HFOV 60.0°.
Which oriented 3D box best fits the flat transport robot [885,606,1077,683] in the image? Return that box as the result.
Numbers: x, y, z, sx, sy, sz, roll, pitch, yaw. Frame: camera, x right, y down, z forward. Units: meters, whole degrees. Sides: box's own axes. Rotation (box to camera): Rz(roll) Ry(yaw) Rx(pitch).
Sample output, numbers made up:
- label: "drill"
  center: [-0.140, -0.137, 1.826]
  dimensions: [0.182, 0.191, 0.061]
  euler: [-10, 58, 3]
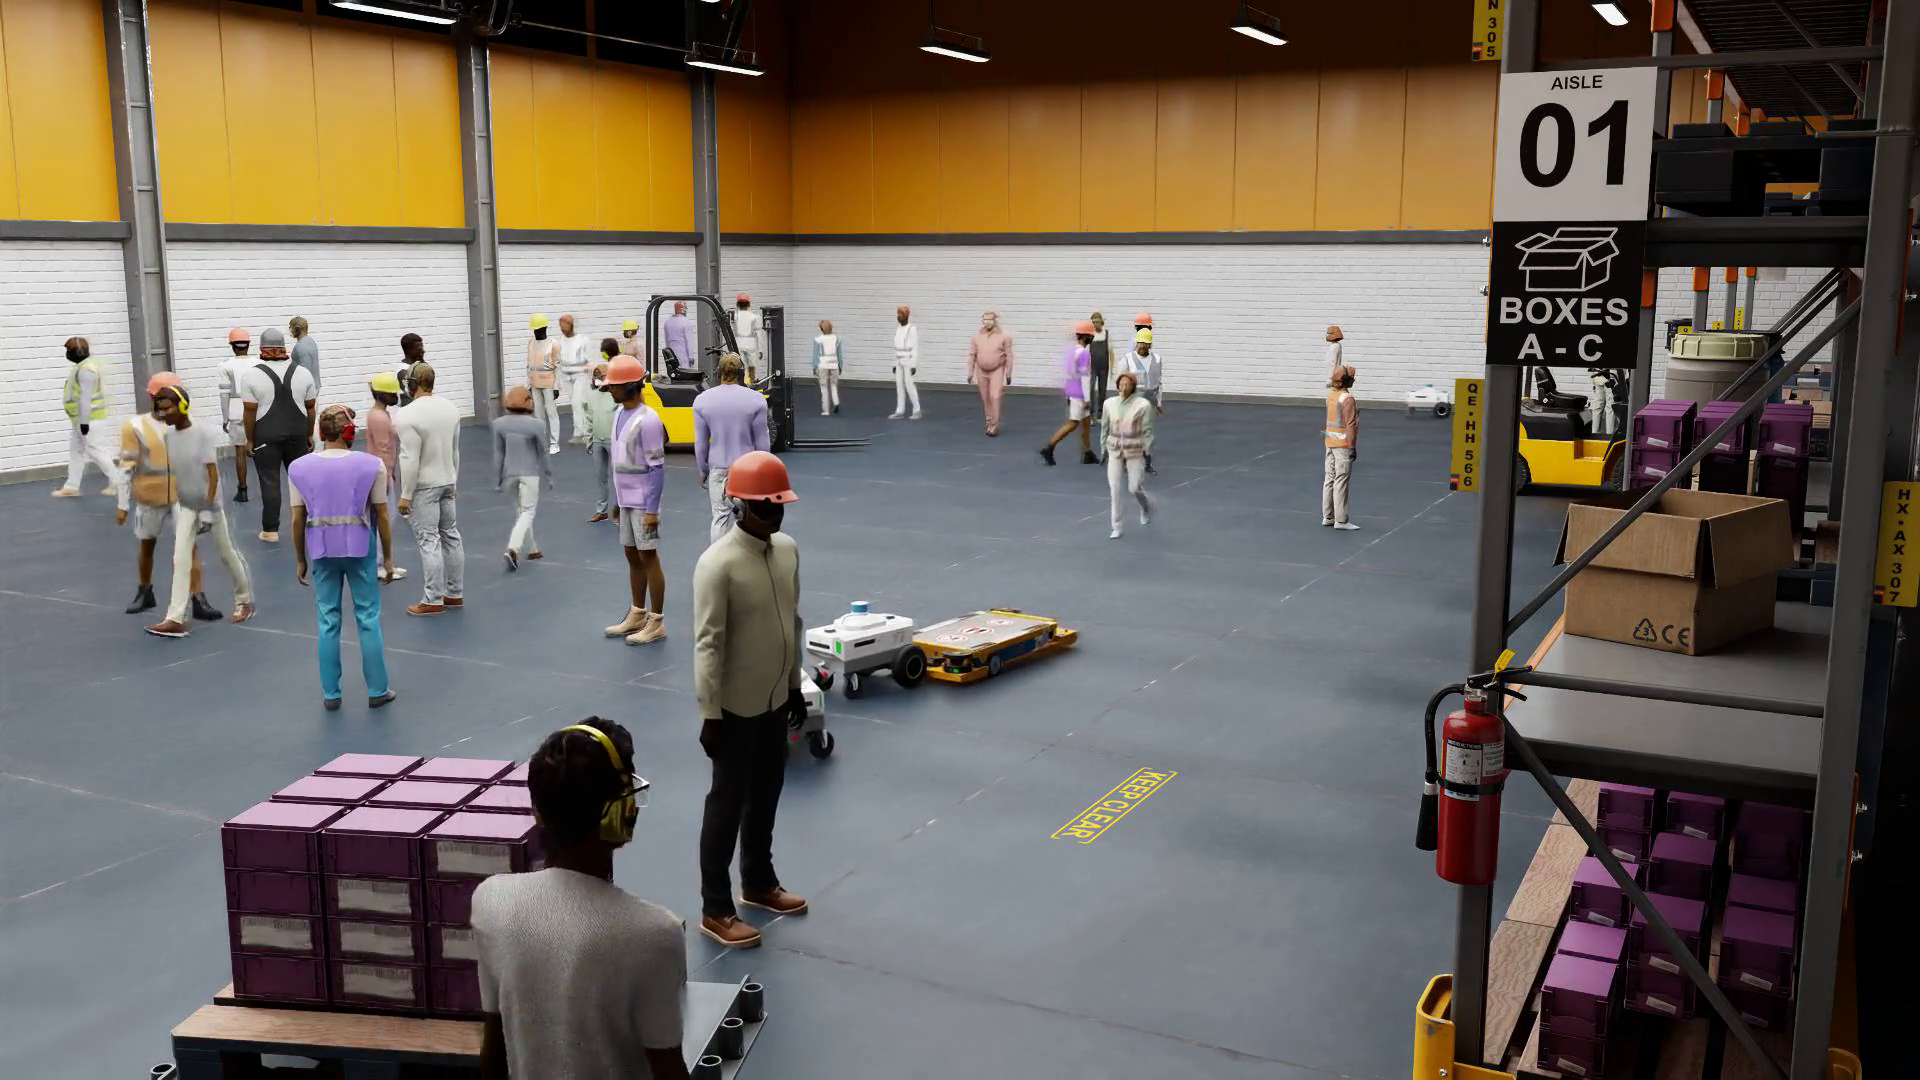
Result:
- label: "flat transport robot"
  center: [0.148, 0.687, 11.216]
  dimensions: [0.652, 0.197, 1.431]
  euler: [7, 12, 34]

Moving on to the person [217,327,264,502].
- label: "person"
  center: [-7.897, -1.384, 18.398]
  dimensions: [0.543, 1.934, 0.362]
  euler: [-7, 12, -34]

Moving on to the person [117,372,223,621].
- label: "person"
  center: [-6.021, -0.330, 12.518]
  dimensions: [0.601, 1.883, 0.899]
  euler: [-8, 12, -37]

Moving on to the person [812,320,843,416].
- label: "person"
  center: [-2.239, -2.895, 28.010]
  dimensions: [0.539, 1.624, 0.358]
  euler: [-5, 11, -26]

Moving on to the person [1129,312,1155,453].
- label: "person"
  center: [2.491, -2.166, 22.911]
  dimensions: [0.366, 1.939, 0.542]
  euler: [-1, 10, -7]

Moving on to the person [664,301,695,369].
- label: "person"
  center: [-4.915, -3.269, 29.391]
  dimensions: [0.652, 1.906, 0.403]
  euler: [8, 12, 38]

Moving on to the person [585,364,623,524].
- label: "person"
  center: [-3.585, -0.975, 16.896]
  dimensions: [0.508, 1.632, 0.265]
  euler: [5, 11, 25]

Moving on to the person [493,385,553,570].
- label: "person"
  center: [-3.848, -0.555, 14.555]
  dimensions: [0.510, 1.603, 0.781]
  euler: [2, 10, 14]

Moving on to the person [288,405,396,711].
- label: "person"
  center: [-3.705, 0.116, 9.989]
  dimensions: [0.565, 1.838, 0.387]
  euler: [-2, 10, -10]

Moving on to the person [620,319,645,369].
- label: "person"
  center: [-4.896, -2.417, 24.867]
  dimensions: [0.330, 1.765, 0.533]
  euler: [-7, 12, -34]

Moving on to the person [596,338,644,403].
- label: "person"
  center: [-3.700, -1.308, 18.308]
  dimensions: [0.653, 1.818, 0.410]
  euler: [1, 10, 6]

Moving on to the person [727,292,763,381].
- label: "person"
  center: [-3.959, -3.532, 30.588]
  dimensions: [0.646, 2.013, 0.851]
  euler: [-1, 10, -6]

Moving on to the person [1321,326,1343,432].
- label: "person"
  center: [5.724, -2.468, 25.542]
  dimensions: [0.277, 1.633, 0.507]
  euler: [4, 11, 22]

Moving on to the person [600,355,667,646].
- label: "person"
  center: [-2.295, -0.278, 11.694]
  dimensions: [0.395, 2.039, 0.608]
  euler: [-7, 12, -34]

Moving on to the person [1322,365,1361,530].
- label: "person"
  center: [3.793, -0.920, 16.561]
  dimensions: [0.307, 1.641, 0.514]
  euler: [-3, 10, -14]

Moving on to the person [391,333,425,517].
- label: "person"
  center: [-5.724, -1.194, 17.344]
  dimensions: [0.393, 1.919, 0.590]
  euler: [-2, 10, -9]

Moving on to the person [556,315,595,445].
- label: "person"
  center: [-5.585, -2.287, 23.838]
  dimensions: [0.600, 1.855, 0.806]
  euler: [4, 11, 22]

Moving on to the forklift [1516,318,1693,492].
- label: "forklift"
  center: [7.066, -1.601, 18.899]
  dimensions: [2.313, 2.155, 1.214]
  euler: [5, 11, 27]

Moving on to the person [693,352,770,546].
- label: "person"
  center: [-1.871, -0.577, 13.712]
  dimensions: [0.630, 1.940, 0.373]
  euler: [0, 10, 1]

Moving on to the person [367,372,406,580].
- label: "person"
  center: [-4.850, -0.543, 14.049]
  dimensions: [0.368, 1.756, 0.572]
  euler: [-3, 10, -19]

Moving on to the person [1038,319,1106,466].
- label: "person"
  center: [1.448, -1.895, 21.472]
  dimensions: [0.900, 1.908, 0.555]
  euler: [-2, 10, -13]

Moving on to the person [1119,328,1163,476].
- label: "person"
  center: [2.249, -1.703, 20.555]
  dimensions: [0.590, 1.827, 0.404]
  euler: [-4, 10, -20]

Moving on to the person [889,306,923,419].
- label: "person"
  center: [-0.909, -2.933, 27.542]
  dimensions: [0.396, 1.888, 0.589]
  euler: [-7, 12, -37]

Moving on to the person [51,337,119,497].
- label: "person"
  center: [-9.841, -1.378, 18.718]
  dimensions: [0.786, 1.818, 0.642]
  euler: [-5, 11, -28]

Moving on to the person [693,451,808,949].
- label: "person"
  center: [-0.816, 0.625, 6.652]
  dimensions: [0.421, 1.981, 0.632]
  euler: [5, 11, 25]

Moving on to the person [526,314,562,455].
- label: "person"
  center: [-5.700, -2.127, 22.730]
  dimensions: [0.585, 1.922, 0.372]
  euler: [5, 11, 27]

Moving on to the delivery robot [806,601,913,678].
- label: "delivery robot"
  center: [-0.629, 0.631, 10.451]
  dimensions: [0.477, 0.478, 0.707]
  euler: [9, 13, 41]

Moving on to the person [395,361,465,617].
- label: "person"
  center: [-4.019, -0.384, 12.593]
  dimensions: [0.376, 1.940, 0.629]
  euler: [4, 11, 21]

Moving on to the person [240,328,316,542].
- label: "person"
  center: [-6.545, -1.014, 15.947]
  dimensions: [0.688, 2.000, 0.536]
  euler: [-8, 13, -40]

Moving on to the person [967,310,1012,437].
- label: "person"
  center: [0.411, -2.489, 24.943]
  dimensions: [0.666, 1.875, 0.789]
  euler: [3, 10, 18]

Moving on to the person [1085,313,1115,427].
- label: "person"
  center: [2.195, -2.702, 26.442]
  dimensions: [0.520, 1.808, 0.663]
  euler: [0, 10, 0]

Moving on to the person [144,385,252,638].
- label: "person"
  center: [-5.541, -0.219, 12.052]
  dimensions: [0.525, 1.797, 1.025]
  euler: [2, 10, 12]

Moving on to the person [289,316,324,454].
- label: "person"
  center: [-8.451, -1.925, 21.516]
  dimensions: [0.353, 1.936, 0.635]
  euler: [-2, 10, -11]

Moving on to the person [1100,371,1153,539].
- label: "person"
  center: [1.637, -0.841, 16.141]
  dimensions: [0.519, 1.626, 0.533]
  euler: [4, 11, 24]

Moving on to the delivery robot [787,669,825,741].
- label: "delivery robot"
  center: [-0.985, 0.851, 9.175]
  dimensions: [0.477, 0.478, 0.707]
  euler: [-3, 10, -19]

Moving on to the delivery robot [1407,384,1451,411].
- label: "delivery robot"
  center: [7.851, -2.377, 27.863]
  dimensions: [0.707, 0.478, 0.477]
  euler: [3, 10, 17]

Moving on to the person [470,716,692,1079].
- label: "person"
  center: [-0.753, 1.270, 3.299]
  dimensions: [0.525, 1.845, 0.752]
  euler: [5, 11, 25]

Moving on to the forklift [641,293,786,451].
- label: "forklift"
  center: [-3.588, -2.317, 23.042]
  dimensions: [2.313, 2.155, 1.214]
  euler: [-1, 10, -5]

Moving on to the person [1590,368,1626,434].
- label: "person"
  center: [9.269, -2.257, 23.739]
  dimensions: [0.403, 1.835, 0.588]
  euler: [-5, 11, -25]
